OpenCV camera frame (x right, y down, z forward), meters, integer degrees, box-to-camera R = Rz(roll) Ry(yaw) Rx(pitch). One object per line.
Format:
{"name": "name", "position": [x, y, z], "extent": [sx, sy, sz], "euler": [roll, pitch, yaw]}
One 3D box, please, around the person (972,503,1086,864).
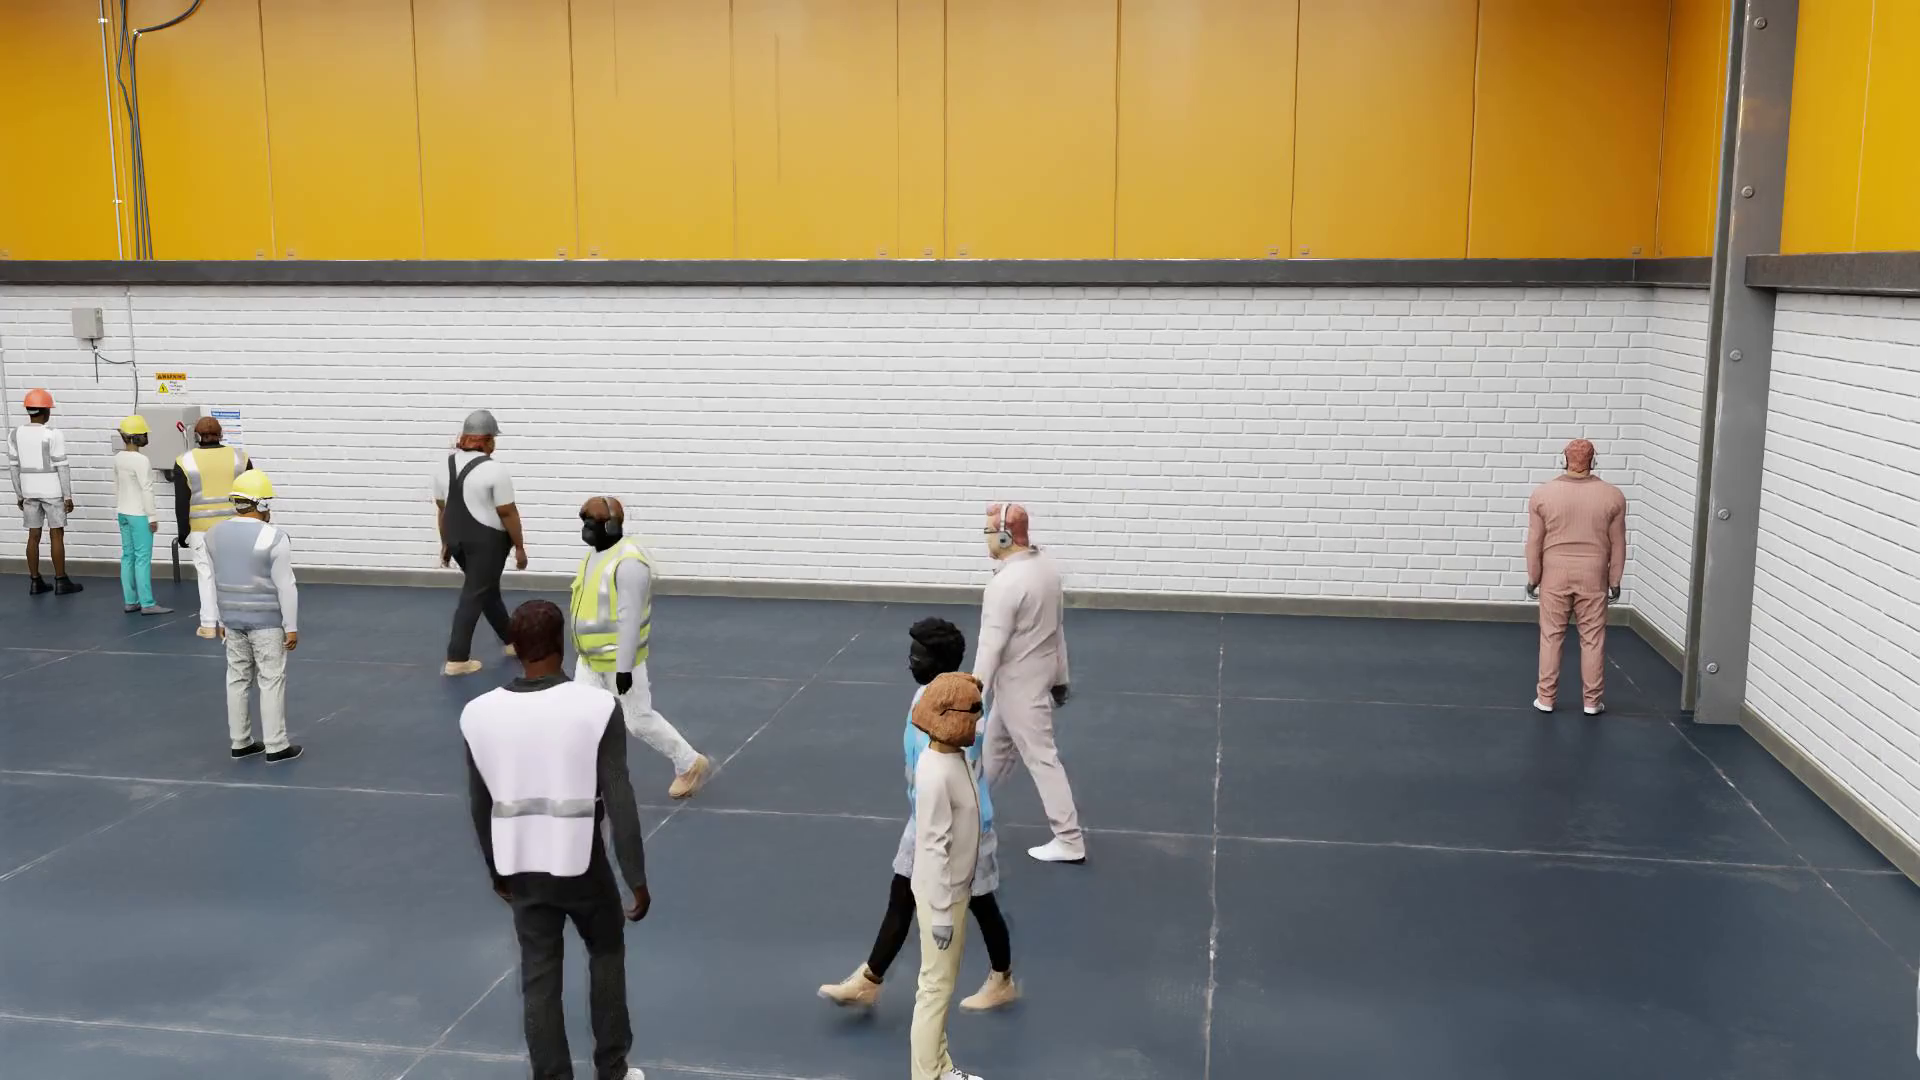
{"name": "person", "position": [0.225, 0.728, 8.598], "extent": [1.009, 1.843, 0.659], "euler": [4, 10, 22]}

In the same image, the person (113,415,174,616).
{"name": "person", "position": [-7.251, -0.219, 14.688], "extent": [0.525, 1.769, 0.327], "euler": [7, 11, 36]}

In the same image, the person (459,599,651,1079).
{"name": "person", "position": [-1.398, 1.148, 5.912], "extent": [0.680, 1.873, 0.662], "euler": [1, 9, 6]}

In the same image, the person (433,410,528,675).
{"name": "person", "position": [-3.607, -0.031, 12.690], "extent": [0.693, 2.000, 1.036], "euler": [6, 11, 33]}

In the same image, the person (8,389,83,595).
{"name": "person", "position": [-8.563, -0.447, 15.574], "extent": [0.553, 1.933, 0.370], "euler": [1, 9, 6]}

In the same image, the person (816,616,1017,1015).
{"name": "person", "position": [-0.143, 1.138, 6.658], "extent": [0.848, 1.655, 0.538], "euler": [-5, 10, -27]}

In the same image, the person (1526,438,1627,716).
{"name": "person", "position": [4.192, 0.255, 11.355], "extent": [0.640, 1.904, 0.409], "euler": [3, 10, 18]}

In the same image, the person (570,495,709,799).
{"name": "person", "position": [-1.880, 0.635, 9.318], "extent": [0.896, 1.813, 0.622], "euler": [-8, 12, -39]}

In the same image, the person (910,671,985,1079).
{"name": "person", "position": [-0.040, 1.266, 5.944], "extent": [0.266, 1.631, 0.509], "euler": [1, 9, 7]}

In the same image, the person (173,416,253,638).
{"name": "person", "position": [-6.164, -0.108, 13.786], "extent": [0.621, 1.842, 0.429], "euler": [-7, 11, -36]}

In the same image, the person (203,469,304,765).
{"name": "person", "position": [-4.325, 0.477, 10.242], "extent": [0.586, 1.824, 0.404], "euler": [2, 9, 14]}
